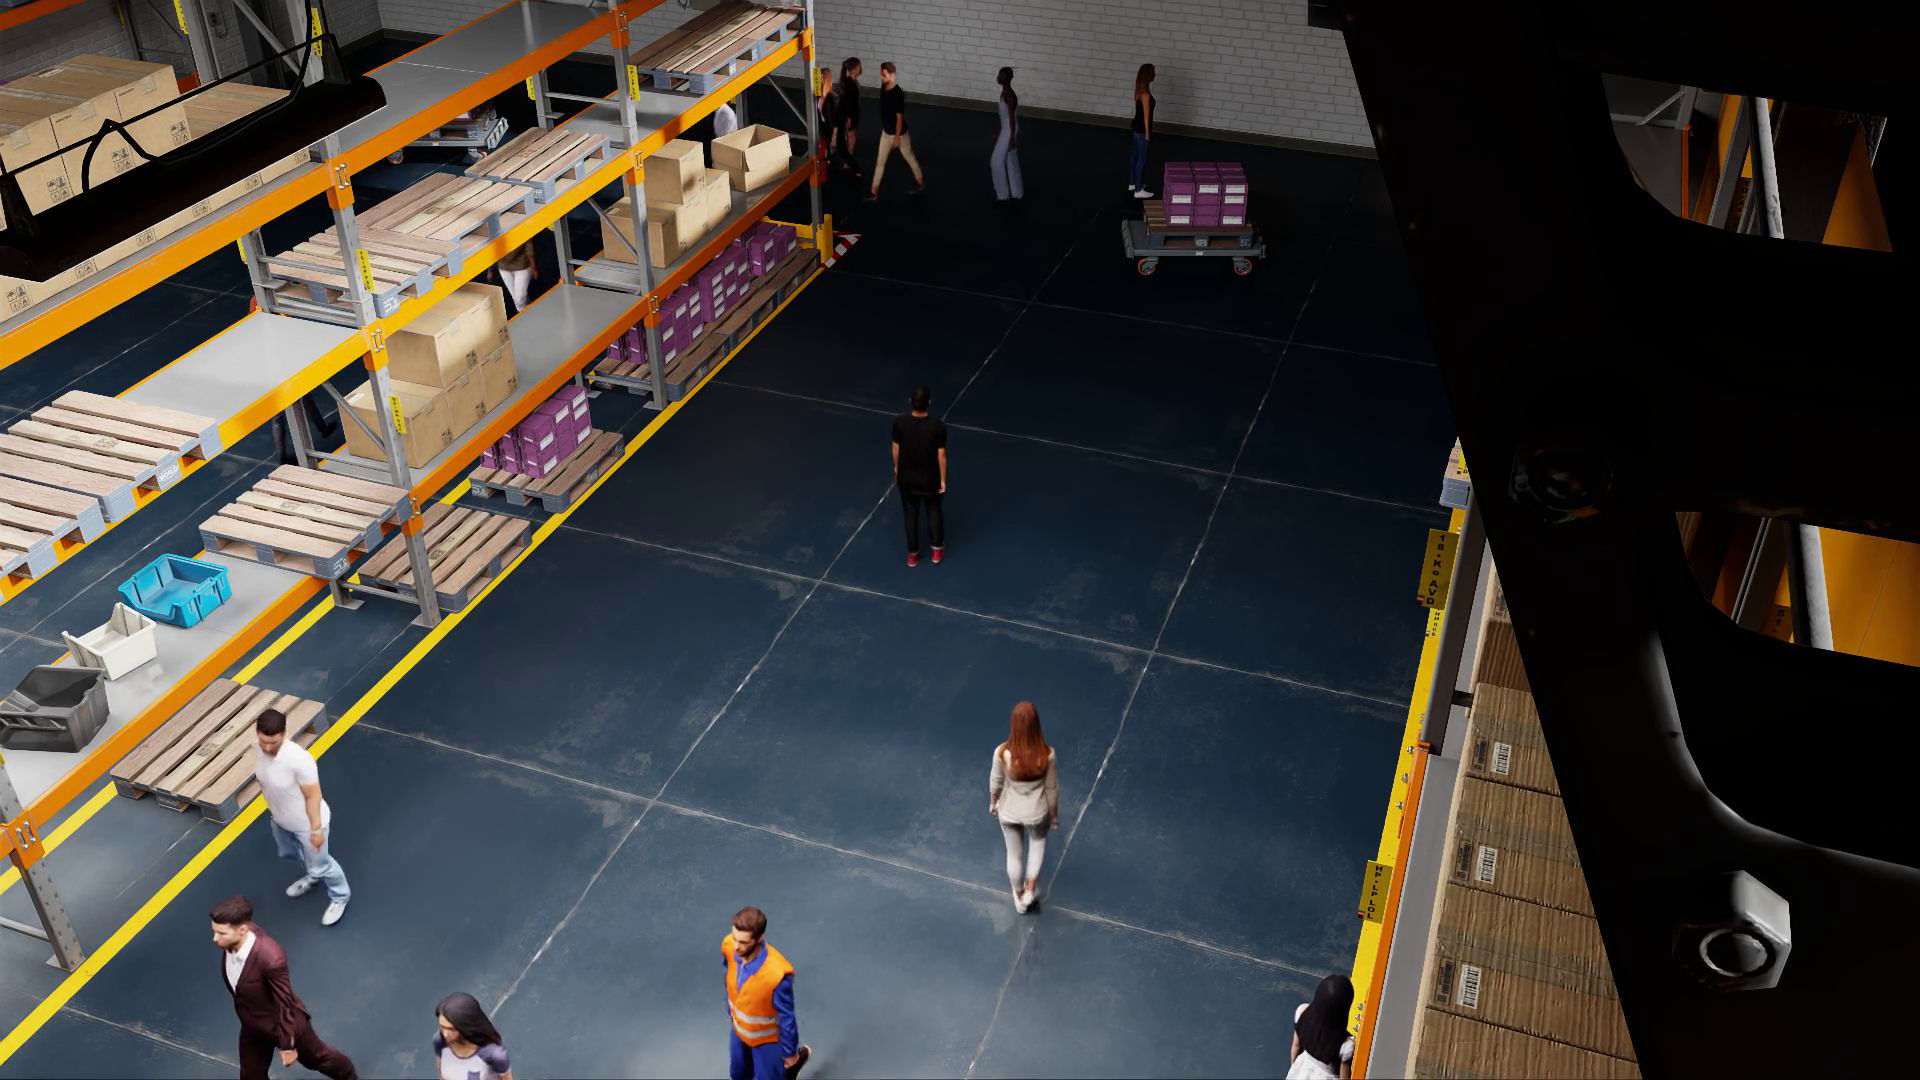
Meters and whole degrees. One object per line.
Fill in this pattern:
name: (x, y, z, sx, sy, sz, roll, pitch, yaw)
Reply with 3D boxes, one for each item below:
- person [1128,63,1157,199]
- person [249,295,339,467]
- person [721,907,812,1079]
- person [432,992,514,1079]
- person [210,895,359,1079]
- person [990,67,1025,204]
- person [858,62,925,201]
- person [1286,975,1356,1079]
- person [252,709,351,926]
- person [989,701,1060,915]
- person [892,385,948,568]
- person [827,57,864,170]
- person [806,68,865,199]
person: (2.359, -5.332, 21.588, 0.737, 1.722, 0.620, -5, 34, -7)
person: (-6.492, -1.487, 15.788, 0.699, 1.740, 1.069, 7, 34, 11)
person: (-1.061, 2.703, 9.385, 0.826, 1.849, 0.979, 20, 39, 27)
person: (-2.549, 3.017, 9.066, 0.592, 1.681, 1.007, 12, 35, 17)
person: (-3.826, 2.682, 9.448, 0.877, 1.814, 1.226, 19, 38, 26)
person: (0.709, -5.166, 21.299, 0.849, 1.766, 0.792, -4, 34, -6)
person: (-0.757, -5.241, 21.393, 1.308, 1.788, 1.086, -23, 40, -31)
person: (1.931, 3.013, 8.992, 0.807, 1.769, 0.778, -23, 40, -31)
person: (-4.283, 1.752, 10.842, 0.718, 1.820, 0.848, -28, 43, -35)
person: (0.421, 1.821, 10.850, 0.688, 1.697, 0.666, 2, 34, 2)
person: (-0.369, -0.519, 14.322, 0.714, 1.751, 0.728, 3, 34, 5)
person: (-1.549, -5.719, 22.350, 0.763, 1.524, 0.787, -2, 34, -3)
person: (-1.585, -5.293, 21.578, 1.228, 1.669, 0.985, -25, 41, -33)
